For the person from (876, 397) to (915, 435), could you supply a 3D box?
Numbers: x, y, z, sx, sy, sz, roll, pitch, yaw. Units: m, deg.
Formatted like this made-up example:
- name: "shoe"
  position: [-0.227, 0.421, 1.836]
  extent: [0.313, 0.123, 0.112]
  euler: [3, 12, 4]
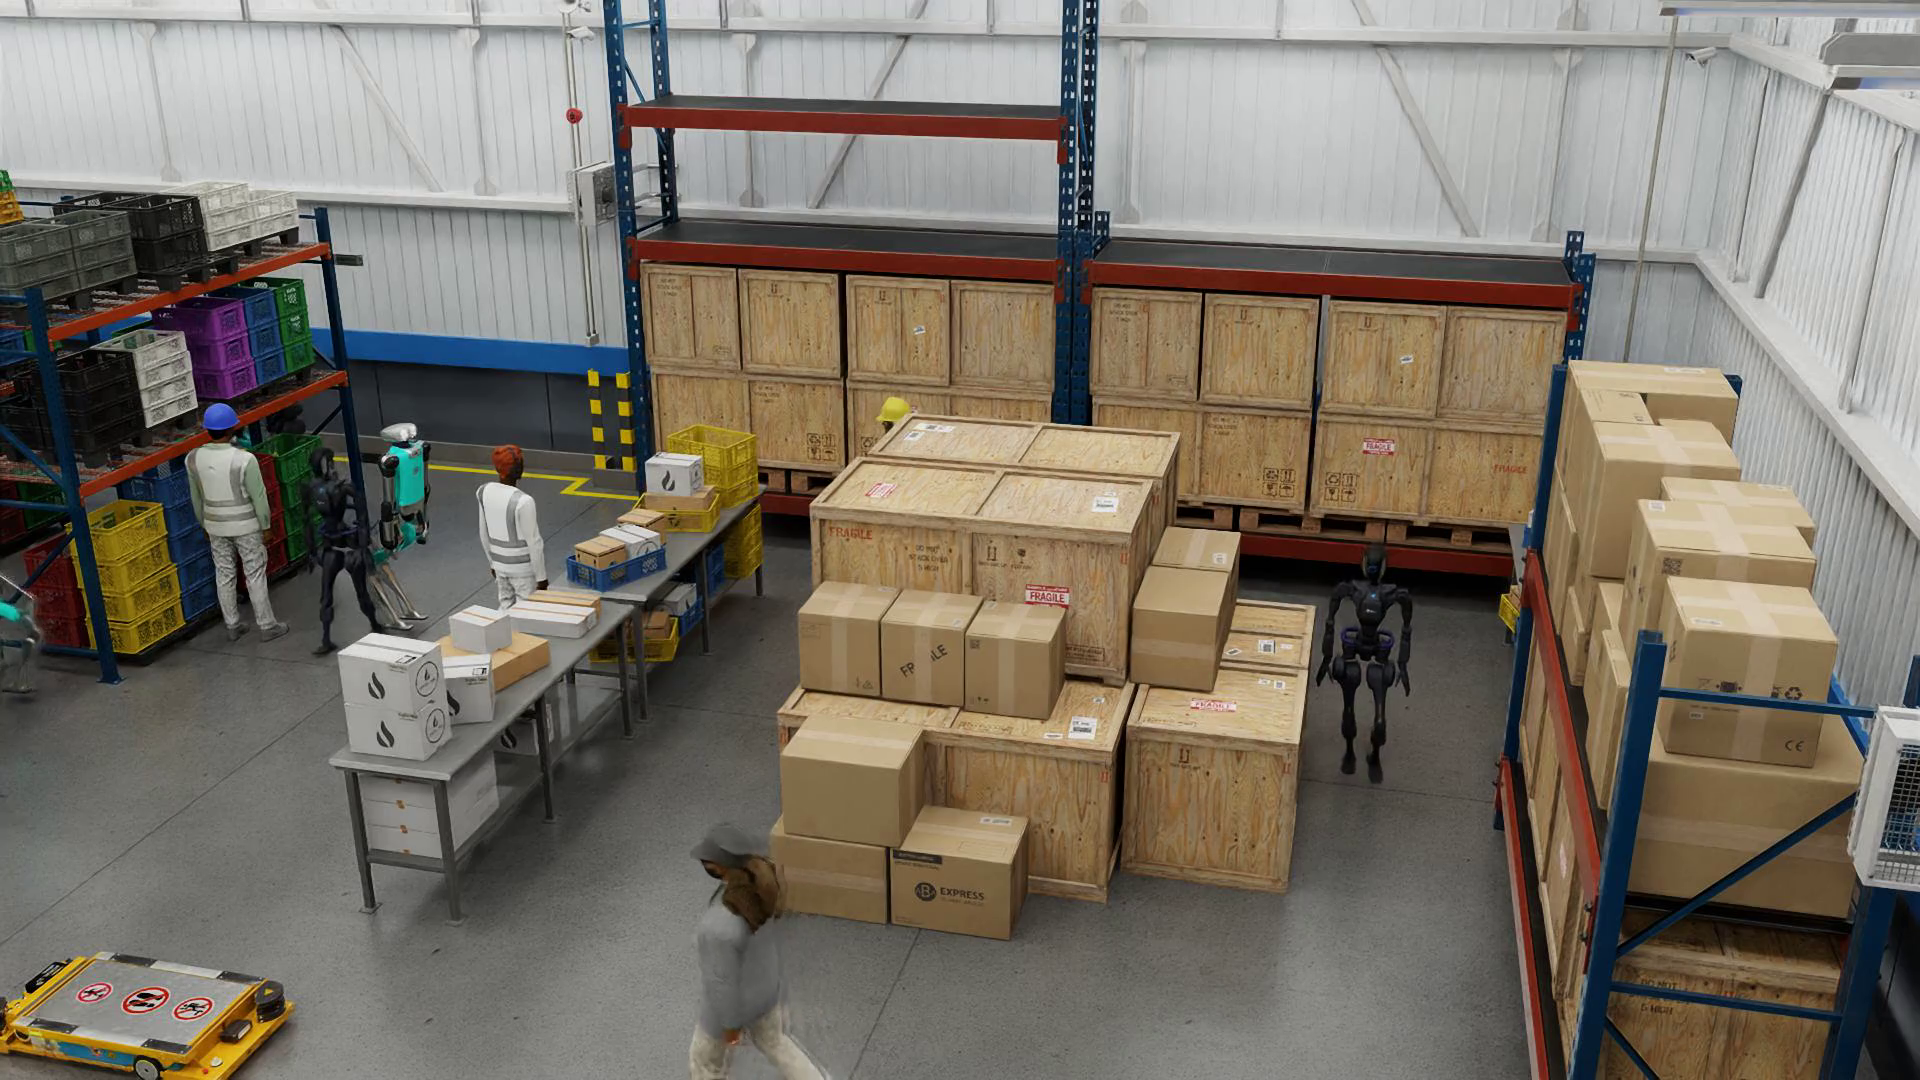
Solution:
- name: "person"
  position: [-0.490, -0.288, 13.625]
  extent: [0.404, 1.822, 0.585]
  euler: [5, 21, 12]

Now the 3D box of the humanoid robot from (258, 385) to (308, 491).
- name: "humanoid robot"
  position: [-6.562, -1.181, 16.165]
  extent: [0.595, 1.638, 0.398]
  euler: [15, 26, 34]

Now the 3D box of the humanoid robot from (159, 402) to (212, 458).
- name: "humanoid robot"
  position: [-7.188, -1.006, 15.653]
  extent: [0.548, 1.812, 0.744]
  euler: [4, 21, 10]

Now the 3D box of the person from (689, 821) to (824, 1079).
- name: "person"
  position: [-0.958, 2.055, 7.608]
  extent: [0.810, 1.733, 0.562]
  euler: [8, 22, 19]

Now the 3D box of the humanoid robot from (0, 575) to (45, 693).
- name: "humanoid robot"
  position: [-7.023, 0.402, 11.932]
  extent: [0.948, 1.752, 0.542]
  euler: [3, 21, 8]

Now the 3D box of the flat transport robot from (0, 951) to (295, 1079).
- name: "flat transport robot"
  position: [-4.270, 2.464, 8.601]
  extent: [1.431, 0.231, 0.659]
  euler: [5, 22, 13]

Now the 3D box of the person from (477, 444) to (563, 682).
- name: "person"
  position: [-3.258, 0.203, 12.251]
  extent: [0.583, 1.883, 0.345]
  euler: [14, 25, 32]

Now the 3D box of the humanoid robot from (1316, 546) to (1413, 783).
- name: "humanoid robot"
  position: [2.675, 0.799, 10.983]
  extent: [0.609, 1.642, 0.378]
  euler: [5, 21, 13]

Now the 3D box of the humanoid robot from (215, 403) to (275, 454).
- name: "humanoid robot"
  position: [-6.785, -1.106, 15.914]
  extent: [0.679, 1.811, 0.547]
  euler: [-7, 22, -18]

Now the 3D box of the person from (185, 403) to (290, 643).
- name: "person"
  position: [-5.668, -0.120, 13.009]
  extent: [0.606, 1.947, 0.387]
  euler: [2, 21, 6]

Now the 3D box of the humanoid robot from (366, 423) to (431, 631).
- name: "humanoid robot"
  position: [-4.536, -0.121, 13.167]
  extent: [0.739, 1.692, 0.534]
  euler: [7, 22, 18]

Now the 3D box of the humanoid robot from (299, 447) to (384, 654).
- name: "humanoid robot"
  position: [-4.814, 0.082, 12.898]
  extent: [0.603, 1.643, 0.621]
  euler: [4, 21, 9]
